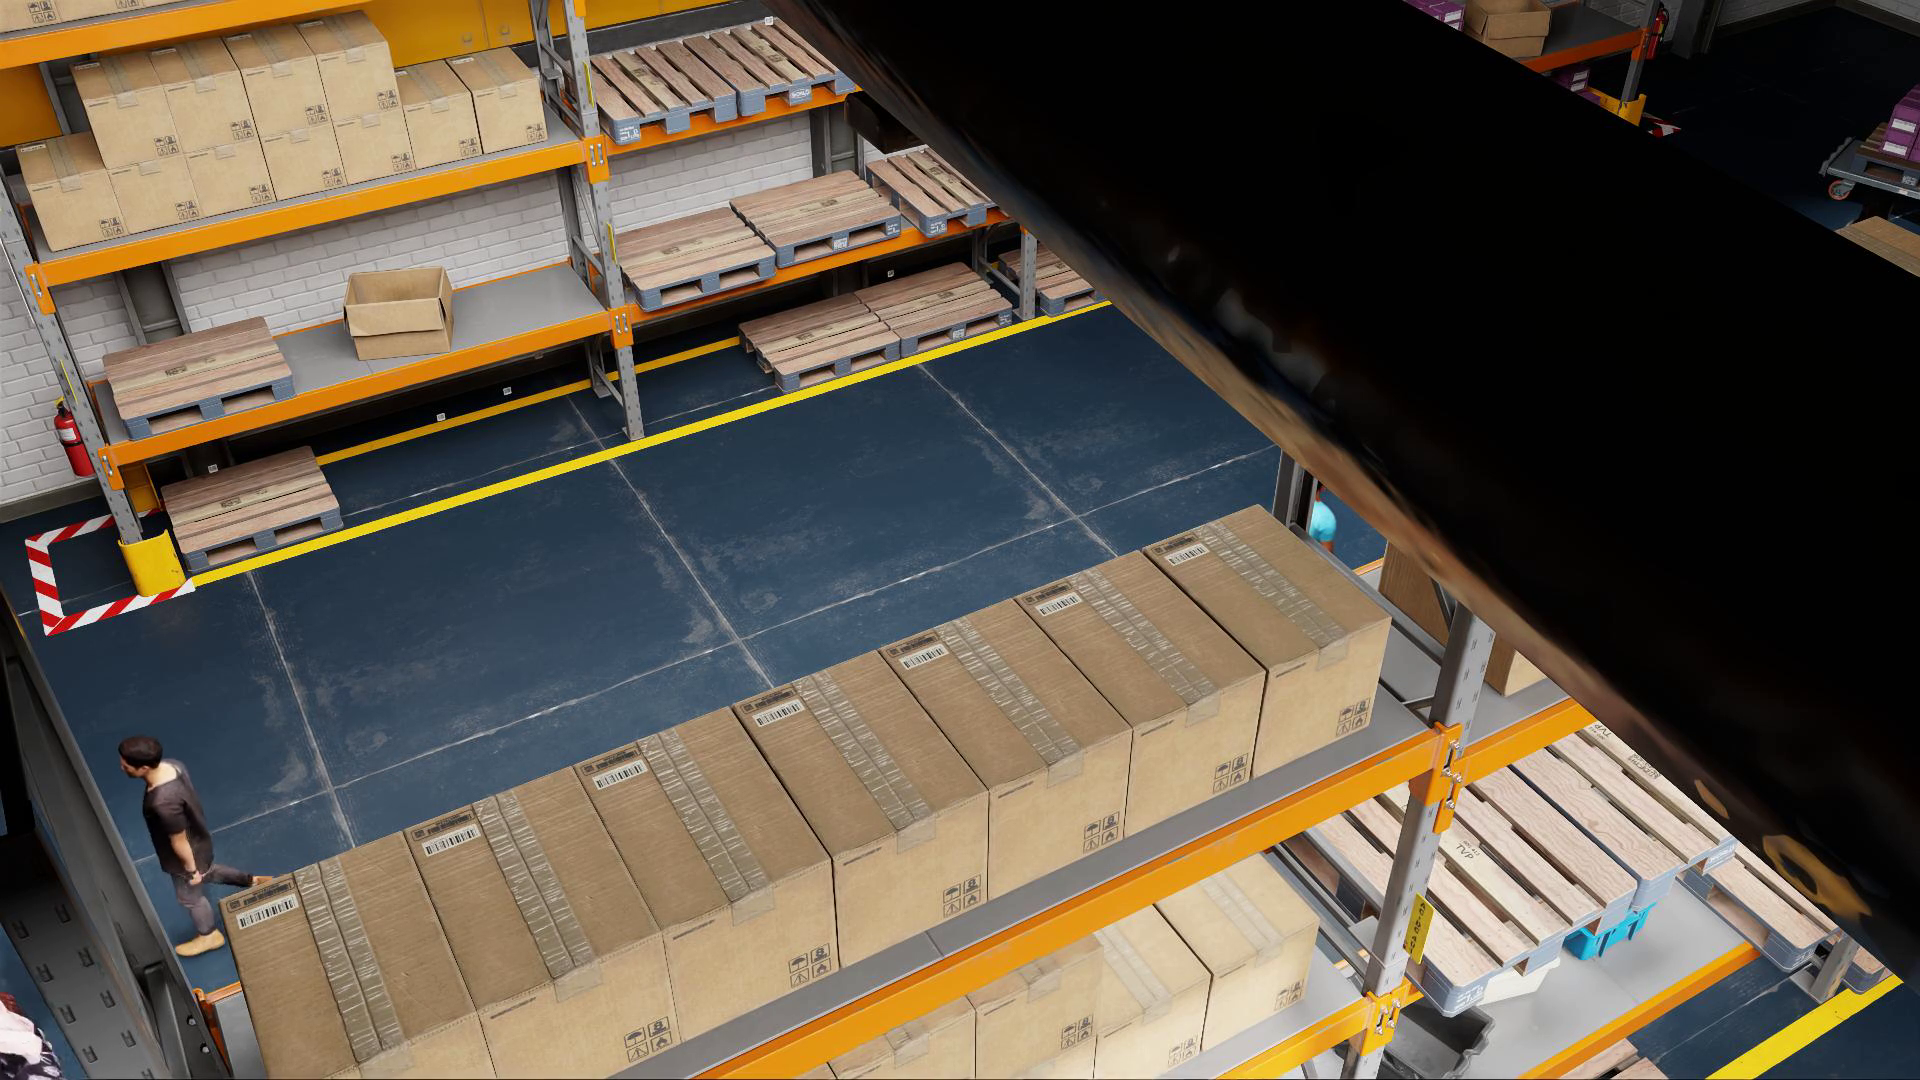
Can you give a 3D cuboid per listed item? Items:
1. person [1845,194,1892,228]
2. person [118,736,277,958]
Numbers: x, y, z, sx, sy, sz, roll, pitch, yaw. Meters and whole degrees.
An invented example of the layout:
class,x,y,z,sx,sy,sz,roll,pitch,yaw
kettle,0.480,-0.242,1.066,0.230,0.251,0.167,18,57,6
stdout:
class,x,y,z,sx,sy,sz,roll,pitch,yaw
person,7.931,-2.284,14.815,0.555,1.732,0.635,-25,45,-28
person,-4.474,1.764,9.774,0.955,1.697,0.713,-14,41,-16
